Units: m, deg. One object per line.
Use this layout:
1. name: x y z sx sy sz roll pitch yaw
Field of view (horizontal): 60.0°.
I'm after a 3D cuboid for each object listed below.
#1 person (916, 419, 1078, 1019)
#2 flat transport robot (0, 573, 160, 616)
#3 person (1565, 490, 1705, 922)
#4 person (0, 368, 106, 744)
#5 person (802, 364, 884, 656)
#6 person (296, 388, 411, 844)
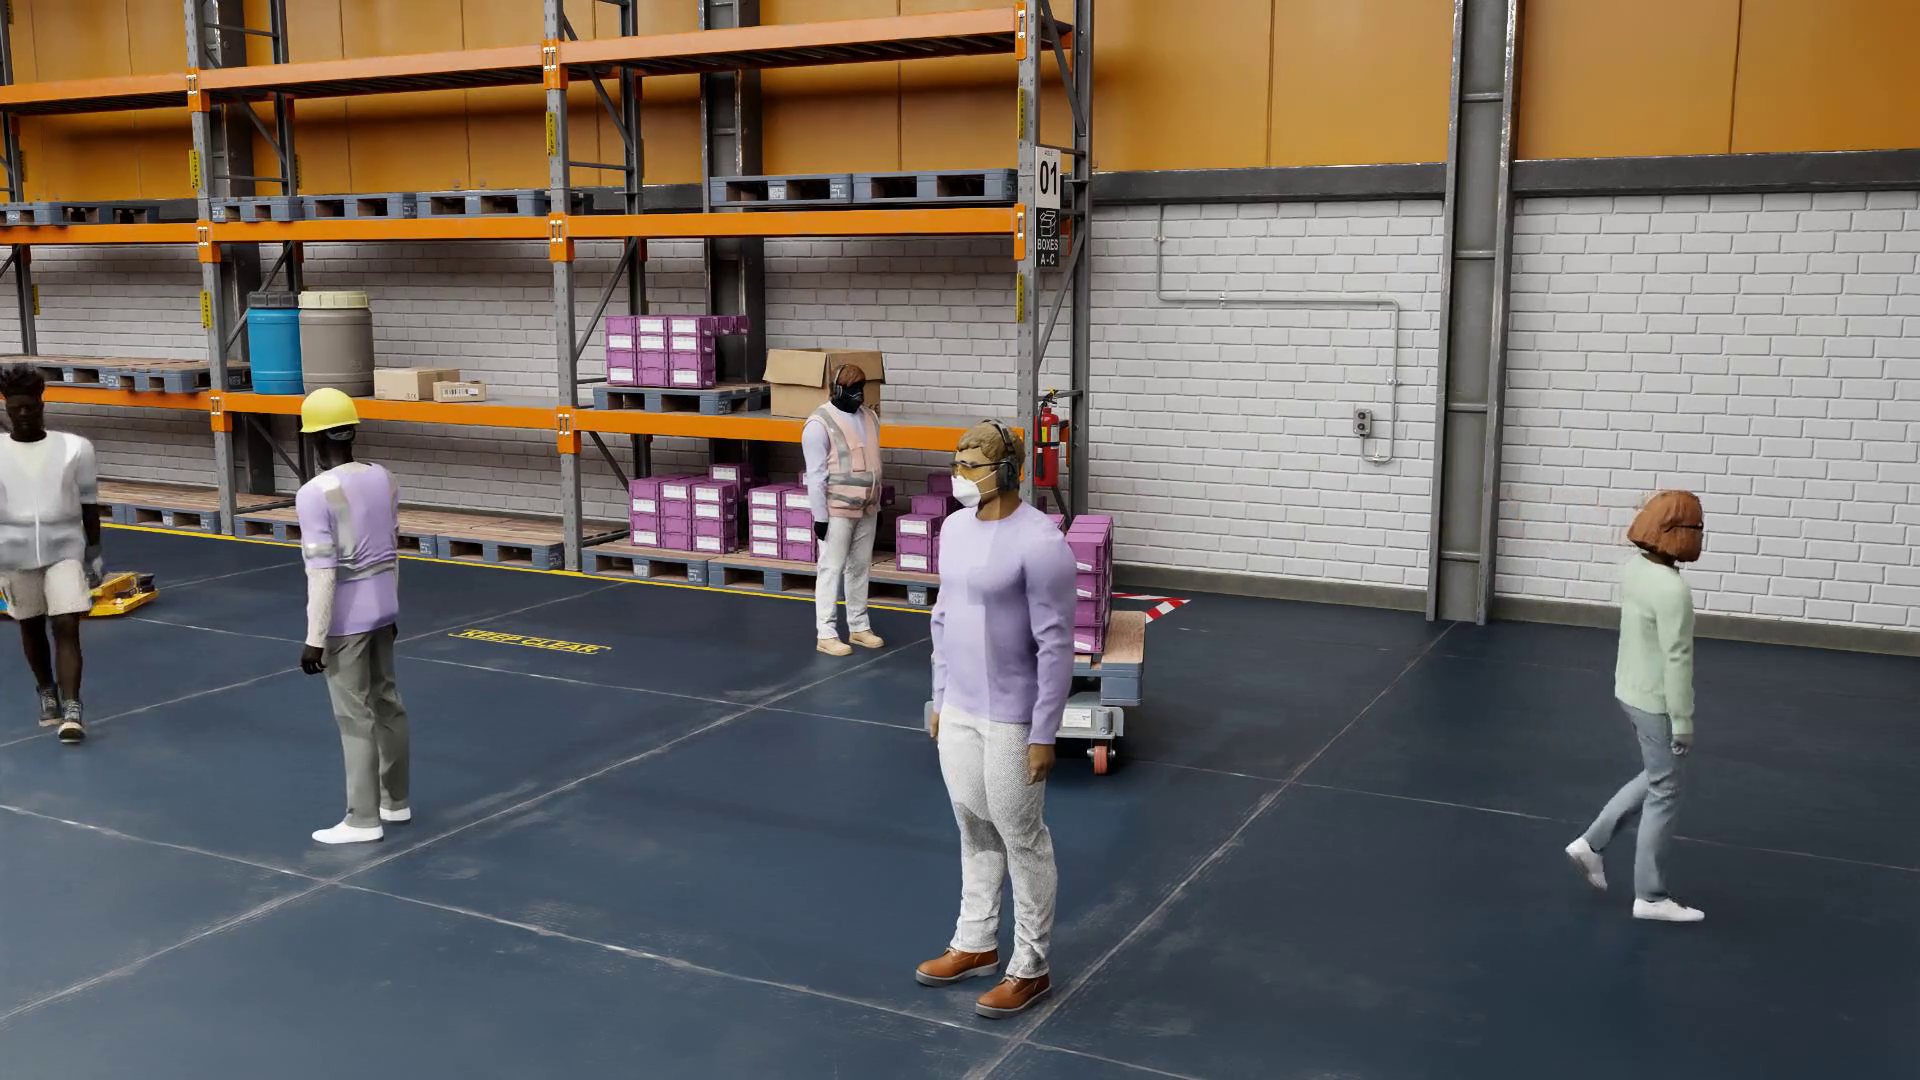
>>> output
1. person: 0.109 0.571 5.440 0.364 1.939 0.636 -7 12 -37
2. flat transport robot: -6.512 0.383 11.727 1.431 0.197 0.652 -1 9 -5
3. person: 2.560 0.613 6.157 0.401 1.621 0.530 0 9 2
4. person: -4.725 0.086 8.504 0.623 1.907 1.006 -5 10 -28
5. person: -0.706 -0.193 10.496 0.430 1.836 0.619 7 11 37
6. person: -2.575 0.324 7.008 0.384 1.924 0.589 2 10 15
